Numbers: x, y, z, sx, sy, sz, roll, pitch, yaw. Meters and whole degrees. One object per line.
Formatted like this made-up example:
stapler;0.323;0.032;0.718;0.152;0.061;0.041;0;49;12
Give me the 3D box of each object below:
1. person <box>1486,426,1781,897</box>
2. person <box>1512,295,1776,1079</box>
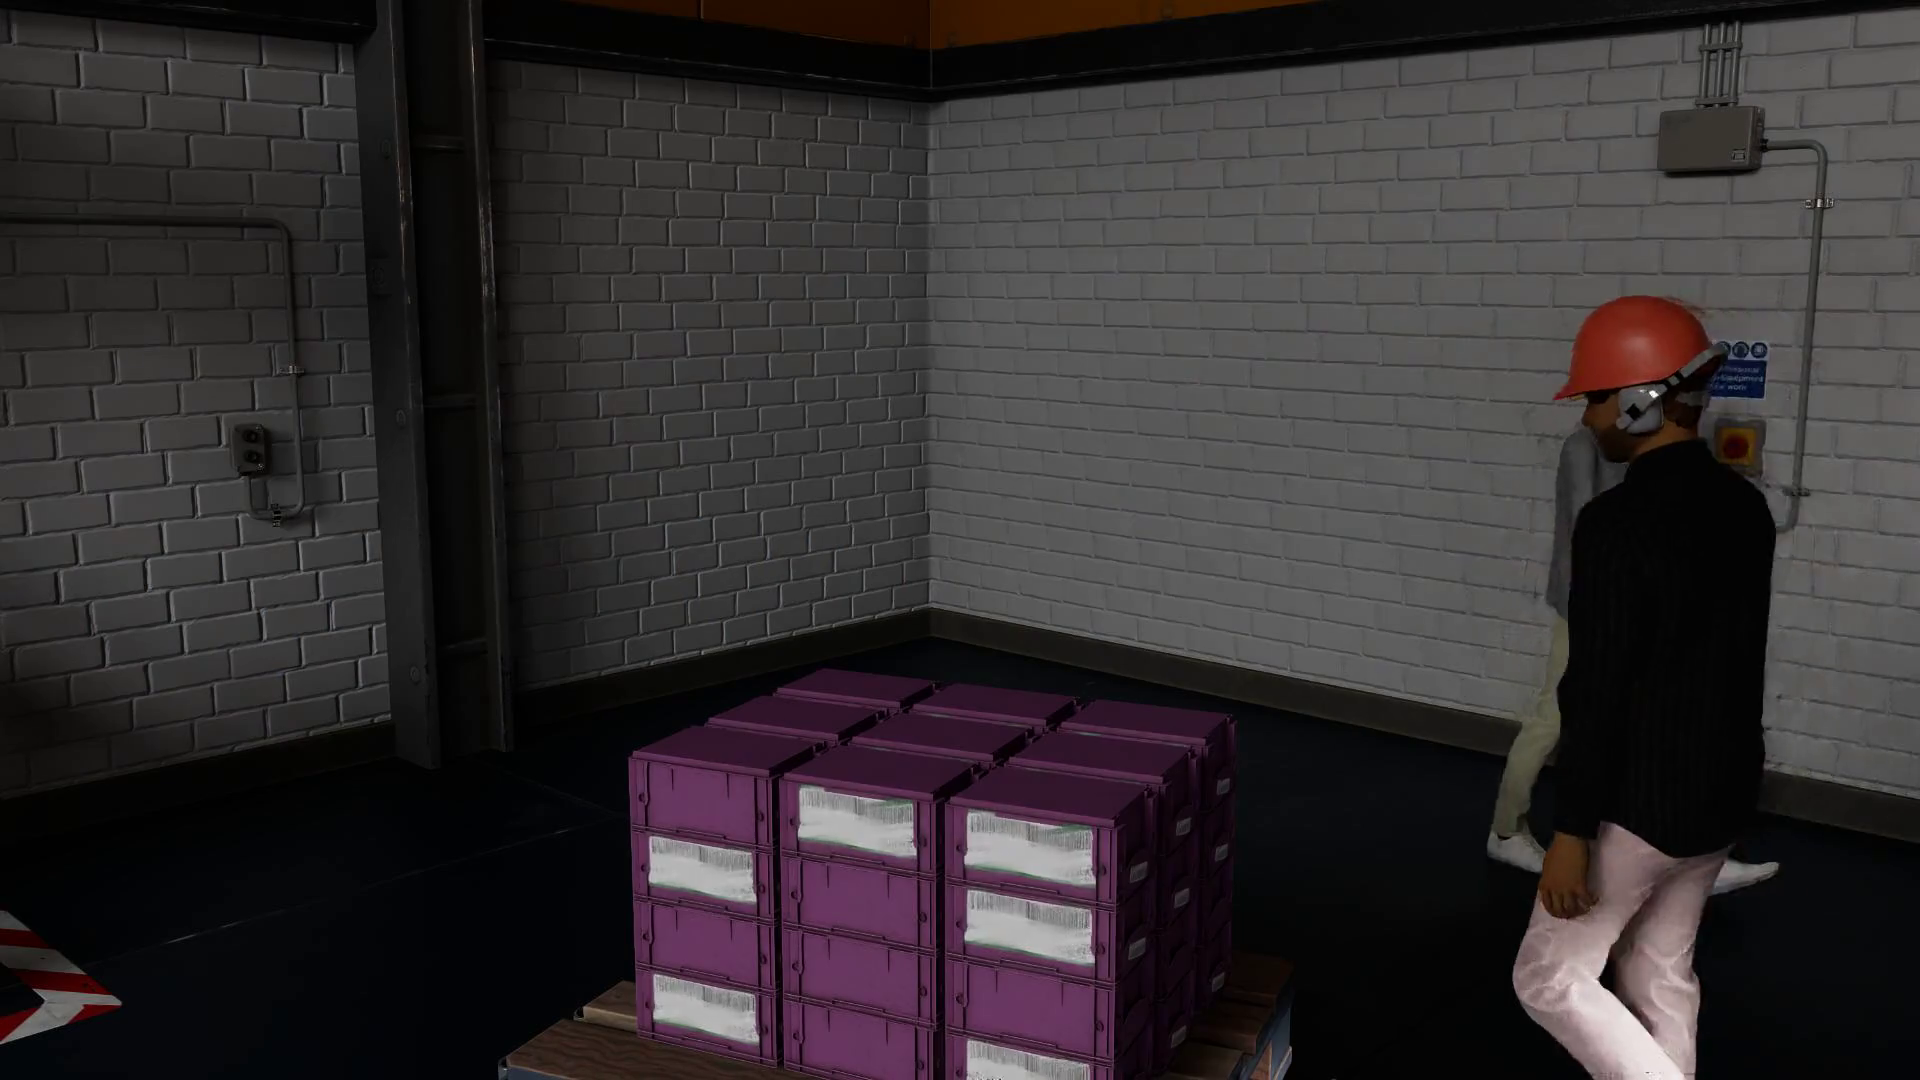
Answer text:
person;2.127;0.256;5.305;0.562;1.817;0.963;-9;13;-43
person;1.385;0.515;3.266;0.656;1.968;0.573;-7;12;-38
